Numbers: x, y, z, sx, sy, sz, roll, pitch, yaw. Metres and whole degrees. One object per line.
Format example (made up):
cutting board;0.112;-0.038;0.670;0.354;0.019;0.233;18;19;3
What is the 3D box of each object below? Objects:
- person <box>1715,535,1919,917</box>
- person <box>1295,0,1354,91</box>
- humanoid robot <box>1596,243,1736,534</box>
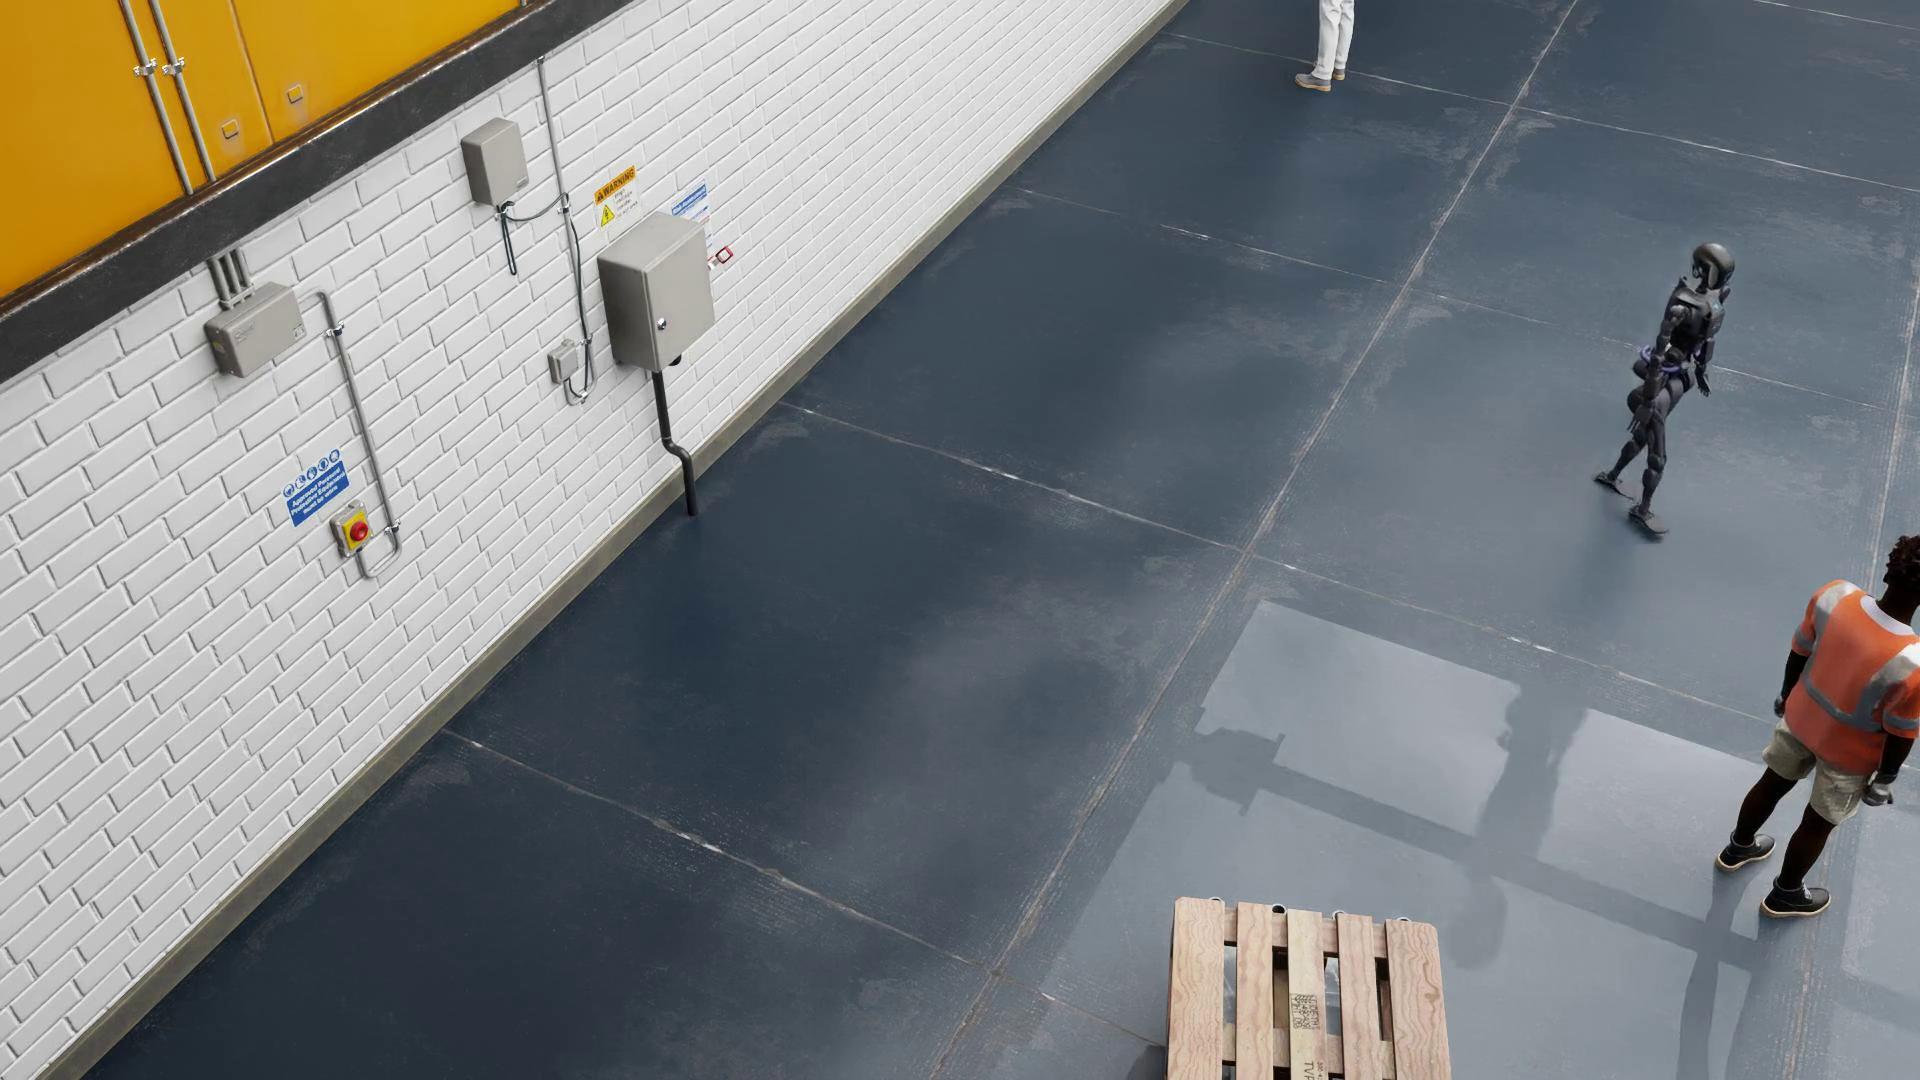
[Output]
person;3.521;0.760;6.658;0.363;1.965;0.611;-14;43;-16
person;2.891;-4.369;12.667;0.350;1.882;0.582;28;48;29
humanoid robot;3.775;-0.815;8.717;0.589;1.638;0.624;-29;48;-29
